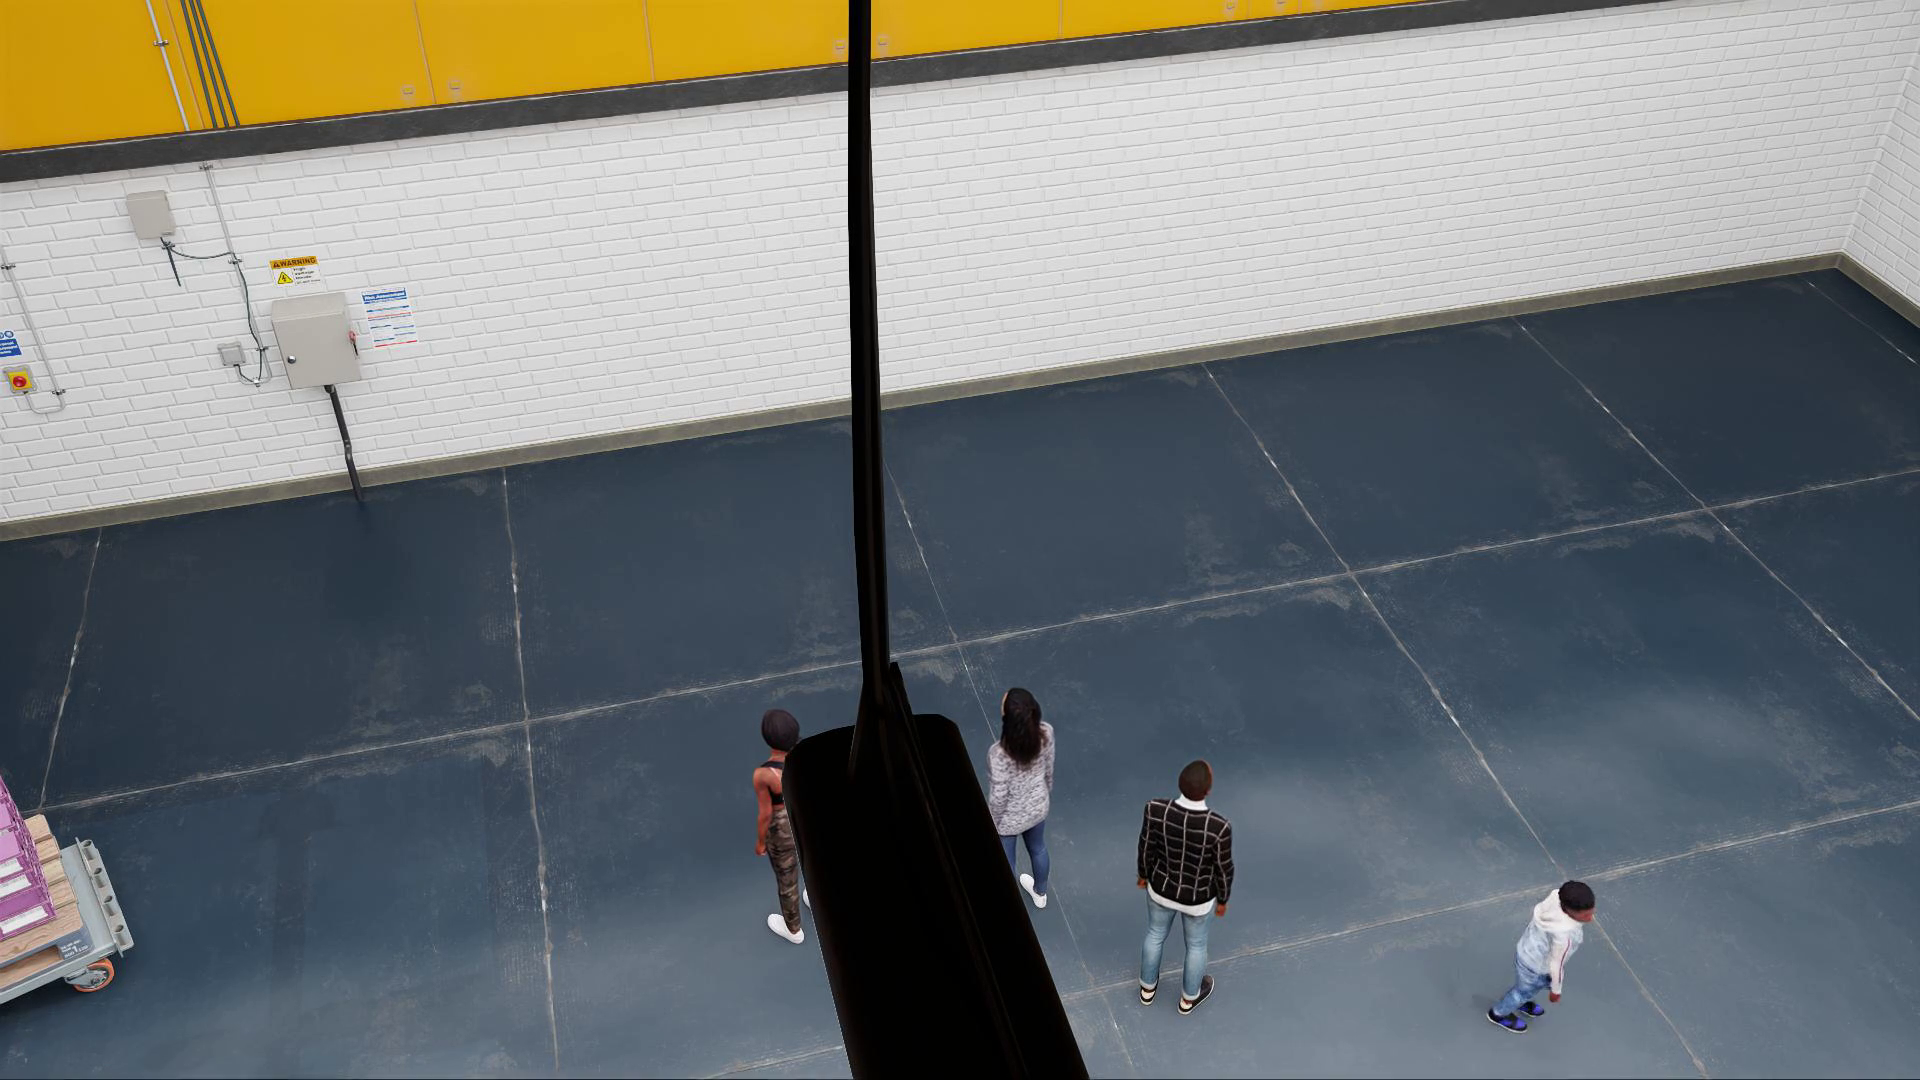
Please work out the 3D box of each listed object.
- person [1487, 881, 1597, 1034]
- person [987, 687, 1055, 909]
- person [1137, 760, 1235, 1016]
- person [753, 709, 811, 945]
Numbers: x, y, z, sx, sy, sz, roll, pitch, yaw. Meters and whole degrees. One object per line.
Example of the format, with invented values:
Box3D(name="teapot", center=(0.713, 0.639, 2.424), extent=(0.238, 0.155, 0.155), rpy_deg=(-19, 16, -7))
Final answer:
Box3D(name="person", center=(3.040, 2.182, 8.816), extent=(0.667, 1.235, 0.602), rpy_deg=(5, 39, 6))
Box3D(name="person", center=(0.323, 1.491, 9.284), extent=(0.690, 1.731, 0.657), rpy_deg=(-26, 45, -29))
Box3D(name="person", center=(1.168, 1.838, 8.777), extent=(0.743, 1.821, 0.771), rpy_deg=(15, 41, 17))
Box3D(name="person", center=(-0.941, 1.578, 9.200), extent=(0.657, 1.699, 0.661), rpy_deg=(-30, 48, -32))
